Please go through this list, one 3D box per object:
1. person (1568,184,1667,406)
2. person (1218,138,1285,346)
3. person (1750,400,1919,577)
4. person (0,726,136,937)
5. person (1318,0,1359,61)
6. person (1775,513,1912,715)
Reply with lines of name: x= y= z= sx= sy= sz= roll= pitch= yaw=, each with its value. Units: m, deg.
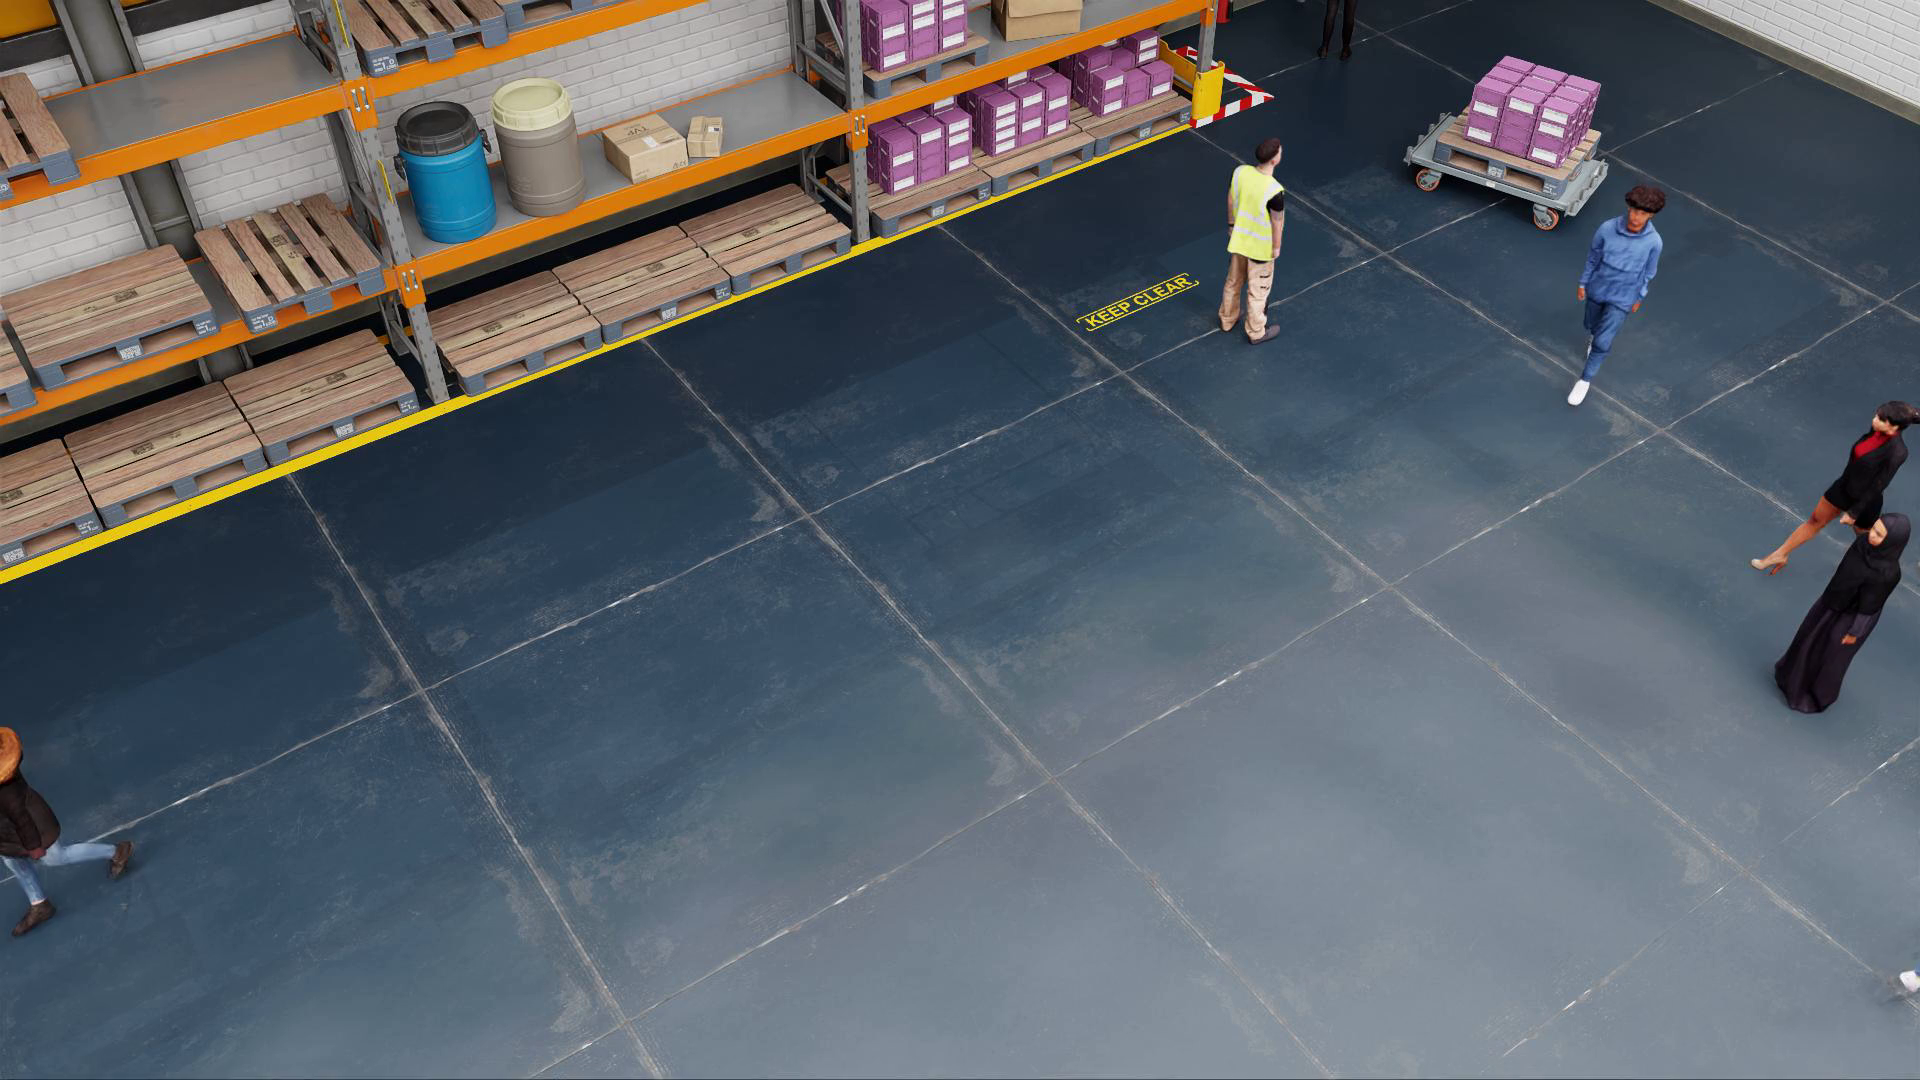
person: x=5.091 y=-1.982 z=12.931 sx=0.923 sy=1.780 sz=1.224 roll=27 pitch=50 yaw=25
person: x=2.369 y=-2.404 z=13.326 sx=0.745 sy=1.846 sz=0.729 roll=-32 pitch=52 yaw=-29
person: x=6.151 y=-0.262 z=11.253 sx=1.083 sy=1.603 sz=0.921 roll=-2 pitch=44 yaw=-2
person: x=-5.207 y=1.544 z=9.355 sx=0.784 sy=1.606 sz=1.077 roll=30 pitch=51 yaw=28
person: x=3.924 y=-5.692 z=16.926 sx=0.650 sy=1.641 sz=0.698 roll=9 pitch=44 yaw=9
person: x=5.630 y=0.432 z=10.518 sx=0.792 sy=1.613 sz=0.743 roll=3 pitch=44 yaw=4
